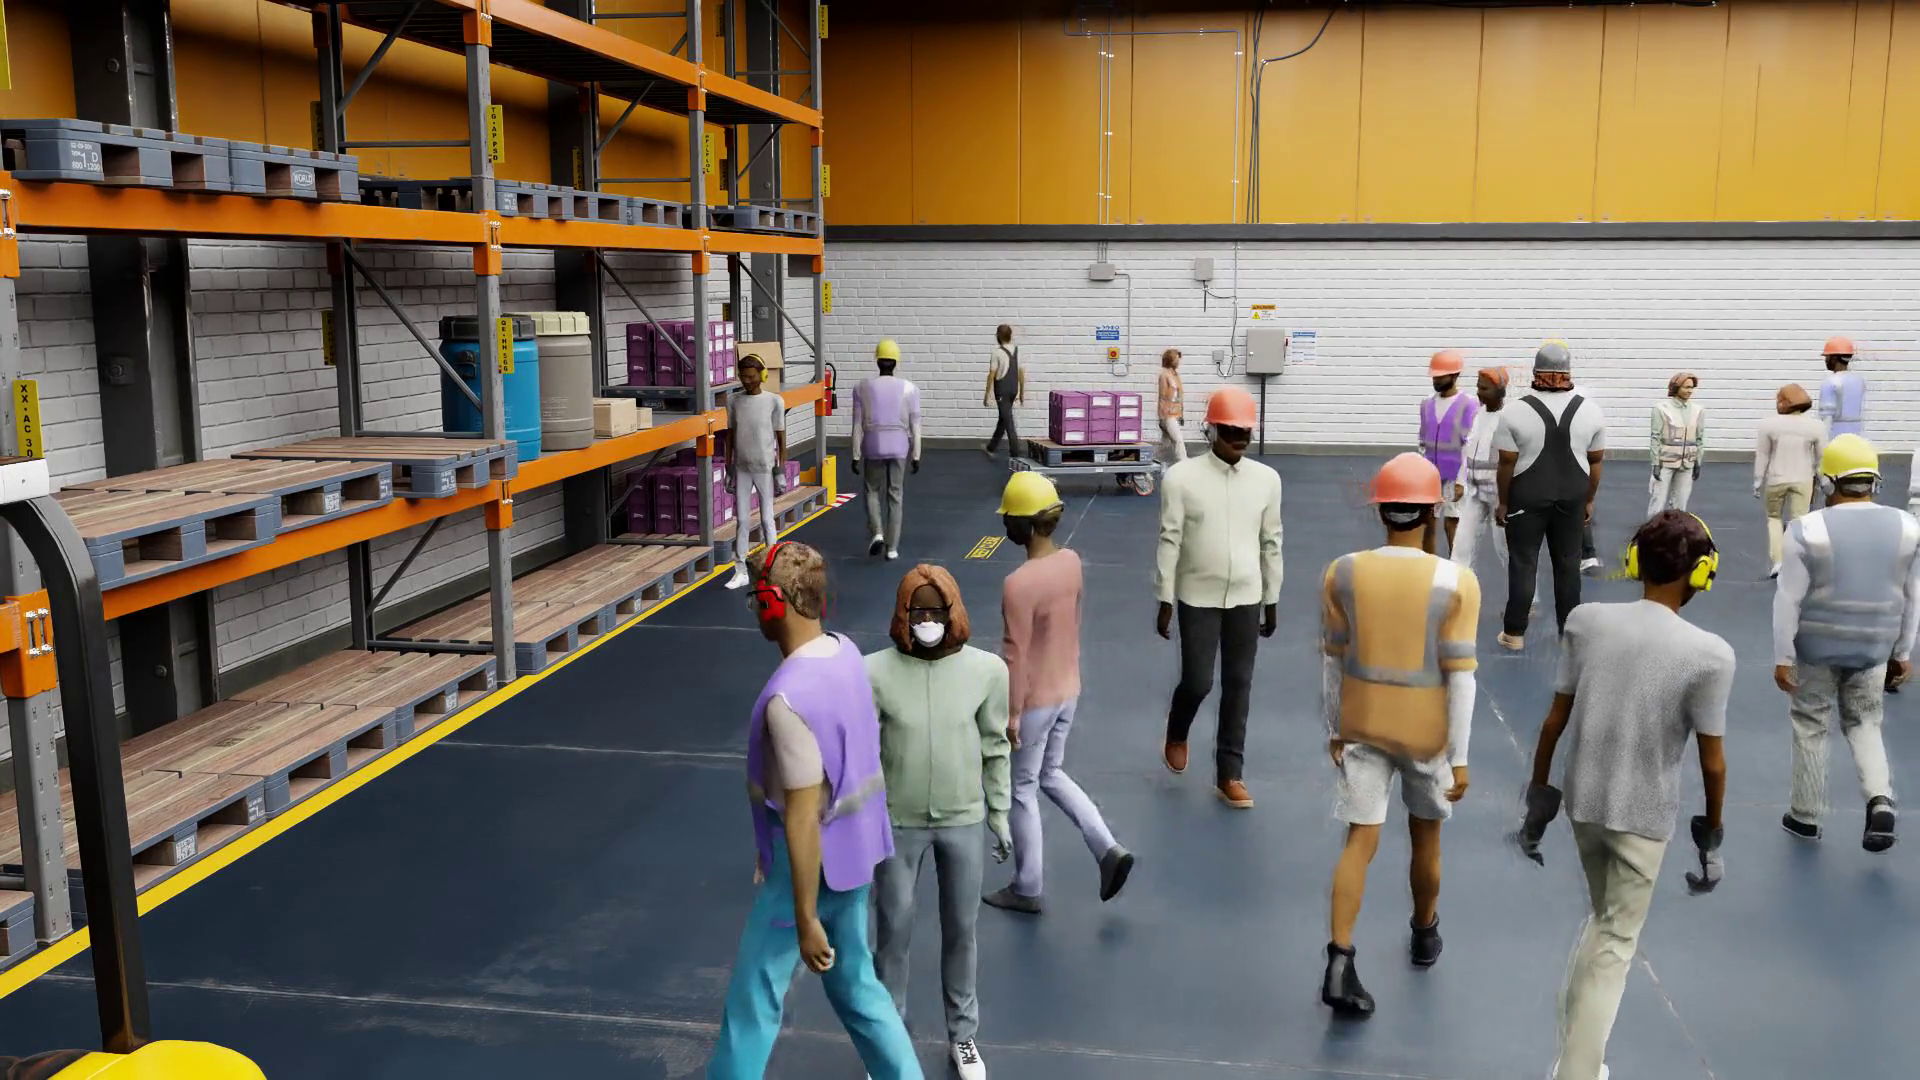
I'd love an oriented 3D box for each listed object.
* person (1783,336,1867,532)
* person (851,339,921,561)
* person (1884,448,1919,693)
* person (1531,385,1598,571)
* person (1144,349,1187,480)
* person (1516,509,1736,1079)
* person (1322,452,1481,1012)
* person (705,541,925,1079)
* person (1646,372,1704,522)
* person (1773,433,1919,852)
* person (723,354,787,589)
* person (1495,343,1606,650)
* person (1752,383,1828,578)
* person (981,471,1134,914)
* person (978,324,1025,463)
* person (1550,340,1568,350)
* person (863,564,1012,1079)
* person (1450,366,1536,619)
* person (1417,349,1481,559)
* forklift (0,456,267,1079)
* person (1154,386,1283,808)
[{"bbox_3d":[7.940,-0.913,15.296,0.556,1.910,0.795,-4,10,-21],"label":"person"},{"bbox_3d":[-0.638,-0.777,14.414,0.616,1.914,0.428,-1,9,-7],"label":"person"},{"bbox_3d":[5.654,0.049,9.506,0.581,1.871,1.004,0,9,-3],"label":"person"},{"bbox_3d":[5.021,-0.674,14.020,0.578,1.860,1.069,-4,10,-21],"label":"person"},{"bbox_3d":[2.457,-1.460,19.623,0.826,1.599,0.528,4,10,26],"label":"person"},{"bbox_3d":[1.941,0.818,4.829,0.599,1.832,0.548,-7,12,-38],"label":"person"},{"bbox_3d":[1.483,0.650,5.713,0.548,1.898,0.959,5,10,29],"label":"person"},{"bbox_3d":[-0.446,0.897,4.536,0.841,1.797,0.567,3,10,15],"label":"person"},{"bbox_3d":[6.196,-0.636,14.428,0.515,1.637,0.314,-2,9,-12],"label":"person"},{"bbox_3d":[3.779,0.456,7.105,0.607,1.819,0.588,1,9,5],"label":"person"},{"bbox_3d":[-1.613,-0.531,13.070,0.521,1.865,0.334,2,9,13],"label":"person"},{"bbox_3d":[3.863,-0.287,11.020,0.684,2.000,0.538,1,9,4],"label":"person"},{"bbox_3d":[6.630,-0.442,13.267,0.550,1.612,0.444,5,10,26],"label":"person"},{"bbox_3d":[0.350,0.606,6.379,0.519,1.750,0.549,6,11,33],"label":"person"},{"bbox_3d":[0.524,-1.911,21.772,0.537,1.797,0.932,-8,12,-41],"label":"person"},{"bbox_3d":[6.900,-1.439,19.163,0.346,1.732,0.574,5,11,29],"label":"person"},{"bbox_3d":[-0.092,0.876,5.098,0.508,1.632,0.265,-1,9,-7],"label":"person"},{"bbox_3d":[3.778,-0.323,11.858,0.895,1.842,0.590,-3,10,-18],"label":"person"},{"bbox_3d":[3.663,-0.481,12.660,0.459,1.925,0.560,-6,11,-35],"label":"person"},{"bbox_3d":[-2.328,0.975,2.765,2.313,2.155,1.214,1,9,9],"label":"forklift"},{"bbox_3d":[1.214,0.254,7.862,0.636,1.980,0.558,-2,9,-13],"label":"person"}]
